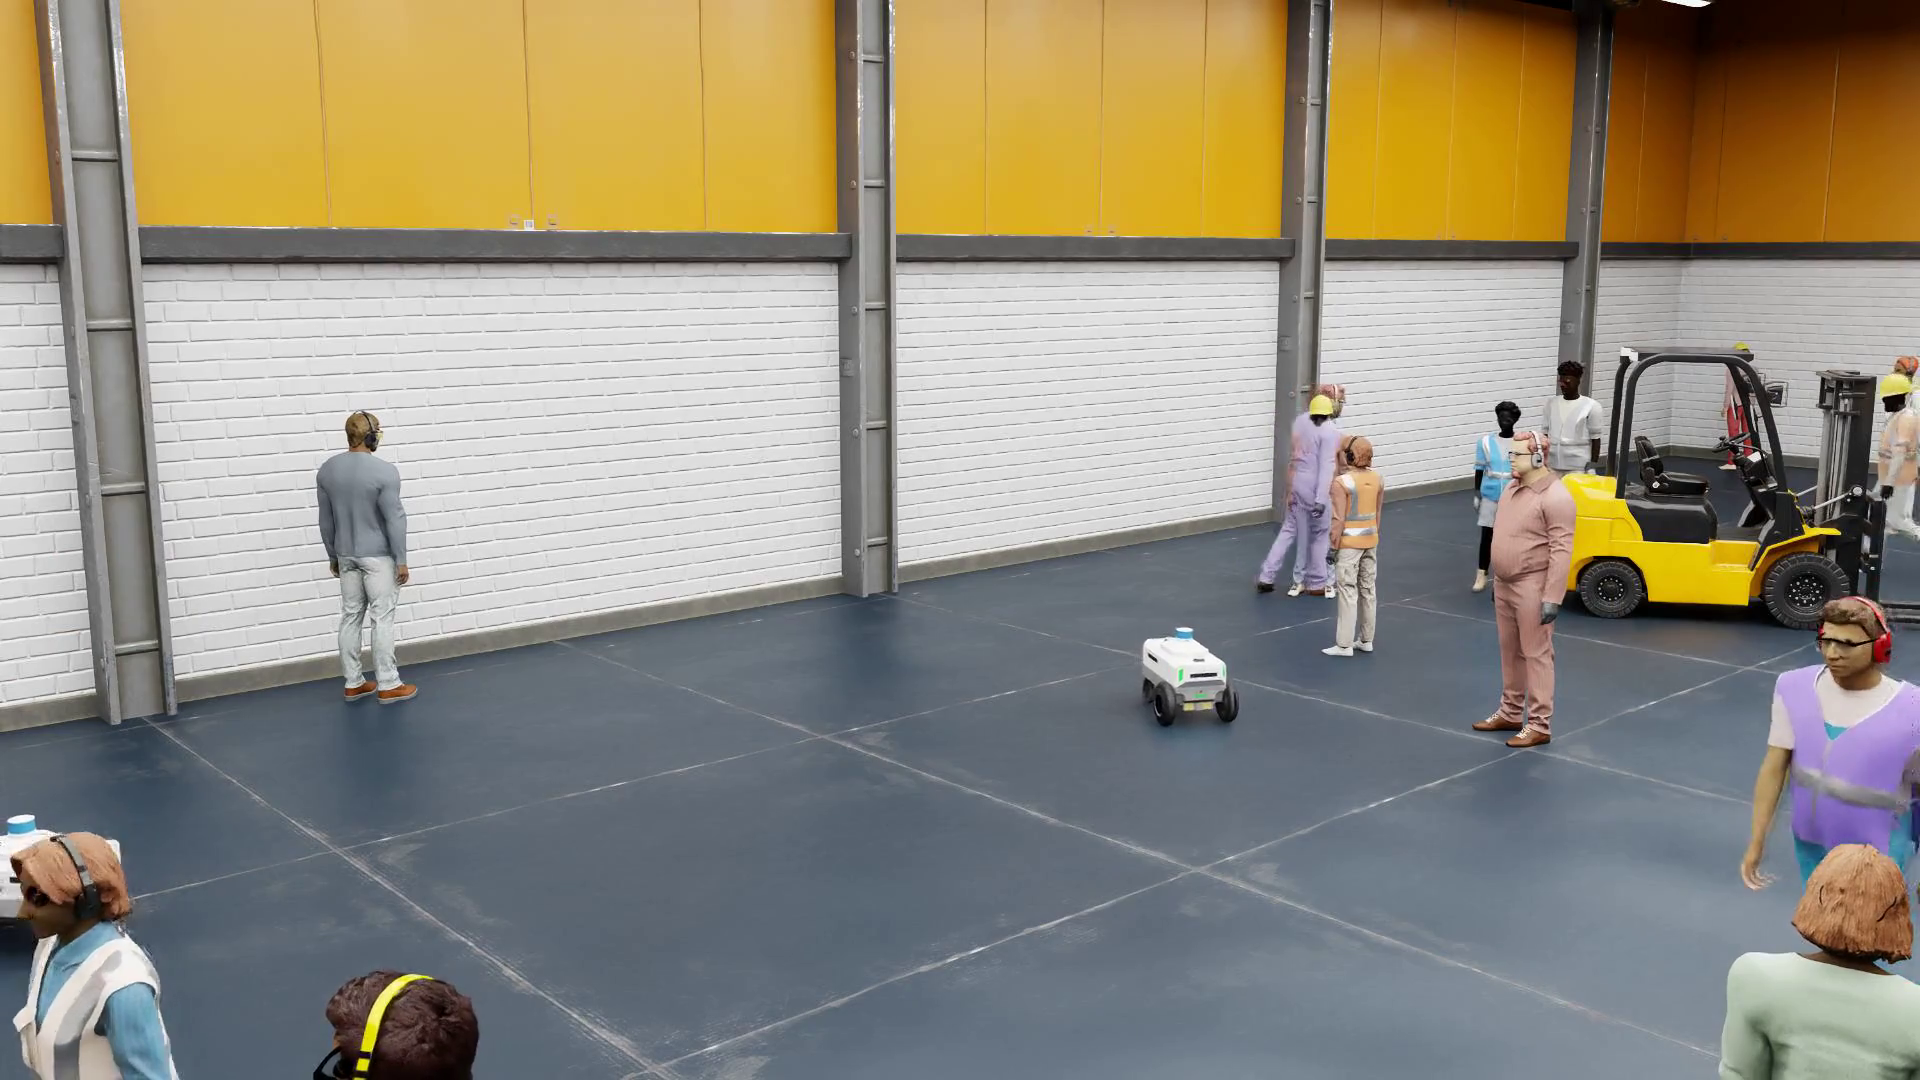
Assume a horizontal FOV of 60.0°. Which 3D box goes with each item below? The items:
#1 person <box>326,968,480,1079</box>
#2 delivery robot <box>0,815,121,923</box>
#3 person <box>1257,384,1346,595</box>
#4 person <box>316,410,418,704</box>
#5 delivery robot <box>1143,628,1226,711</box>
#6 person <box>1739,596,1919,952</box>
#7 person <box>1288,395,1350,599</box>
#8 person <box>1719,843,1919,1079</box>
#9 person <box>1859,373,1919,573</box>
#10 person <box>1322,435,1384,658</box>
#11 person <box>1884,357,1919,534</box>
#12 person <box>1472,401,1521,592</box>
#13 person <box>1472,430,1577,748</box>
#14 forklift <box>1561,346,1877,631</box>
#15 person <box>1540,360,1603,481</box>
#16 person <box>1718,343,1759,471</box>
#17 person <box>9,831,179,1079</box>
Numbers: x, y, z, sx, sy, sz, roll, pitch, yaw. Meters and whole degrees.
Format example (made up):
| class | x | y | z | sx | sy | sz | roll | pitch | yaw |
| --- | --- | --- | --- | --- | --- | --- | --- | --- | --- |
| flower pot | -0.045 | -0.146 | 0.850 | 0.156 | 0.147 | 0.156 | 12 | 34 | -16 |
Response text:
| class | x | y | z | sx | sy | sz | roll | pitch | yaw |
| --- | --- | --- | --- | --- | --- | --- | --- | --- | --- |
| person | -0.819 | 1.573 | 2.636 | 0.310 | 1.868 | 0.533 | 1 | 10 | 9 |
| delivery robot | -3.986 | 1.419 | 7.102 | 0.707 | 0.478 | 0.477 | 0 | 10 | 2 |
| person | 2.956 | -0.419 | 14.366 | 0.717 | 1.860 | 0.661 | -4 | 10 | -22 |
| person | -3.906 | 0.115 | 10.960 | 0.638 | 1.938 | 0.356 | 3 | 10 | 19 |
| delivery robot | 1.434 | 0.805 | 10.669 | 0.477 | 0.478 | 0.707 | -1 | 9 | -13 |
| person | 2.931 | 1.090 | 5.639 | 0.870 | 1.803 | 0.562 | -5 | 11 | -27 |
| person | 3.082 | -0.369 | 14.312 | 0.533 | 1.765 | 0.330 | 3 | 10 | 19 |
| person | 2.000 | 1.487 | 3.824 | 0.498 | 1.634 | 0.281 | 7 | 12 | 36 |
| person | 8.630 | -0.583 | 15.214 | 0.796 | 1.892 | 0.579 | 3 | 10 | 15 |
| person | 2.901 | 0.049 | 12.225 | 0.514 | 1.641 | 0.309 | -7 | 12 | -36 |
| person | 9.997 | -1.005 | 17.684 | 0.351 | 1.882 | 0.582 | 0 | 10 | 3 |
| person | 4.742 | -0.371 | 14.517 | 0.540 | 1.695 | 0.317 | 5 | 11 | 25 |
| person | 3.396 | 0.288 | 10.043 | 0.406 | 1.906 | 0.654 | -2 | 10 | -13 |
| forklift | 6.109 | -0.478 | 13.691 | 2.313 | 2.155 | 1.214 | 3 | 10 | 16 |
| person | 5.777 | -0.727 | 15.813 | 0.366 | 1.964 | 0.610 | -8 | 13 | -40 |
| person | 10.709 | -1.829 | 22.879 | 0.523 | 1.759 | 0.332 | -3 | 10 | -17 |
| person | -2.025 | 1.473 | 4.014 | 0.454 | 1.619 | 0.537 | -9 | 13 | -43 |
